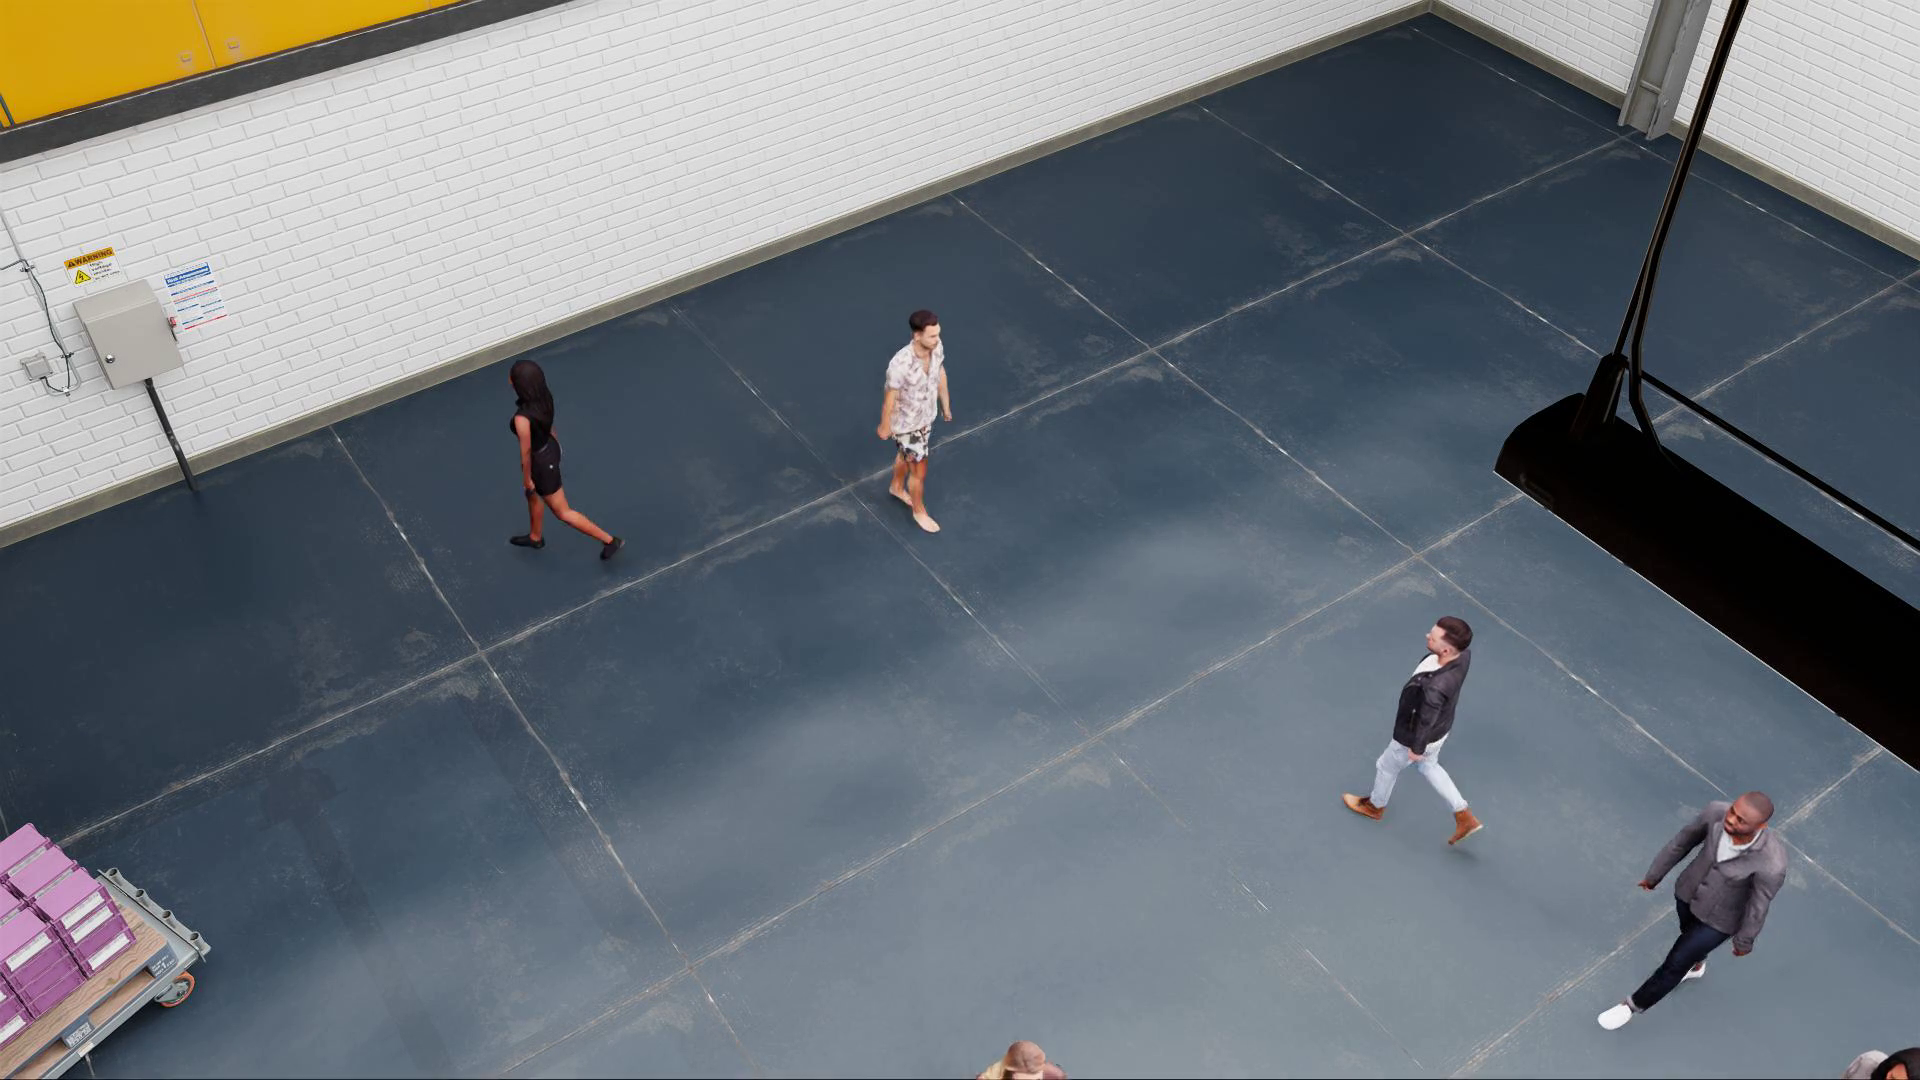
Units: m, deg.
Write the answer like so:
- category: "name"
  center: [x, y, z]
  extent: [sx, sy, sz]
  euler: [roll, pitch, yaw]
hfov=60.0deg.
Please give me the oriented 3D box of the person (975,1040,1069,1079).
- category: "person"
  center: [0.256, 2.798, 8.015]
  extent: [0.698, 1.691, 0.689]
  euler: [-8, 44, -8]

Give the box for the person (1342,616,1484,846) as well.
- category: "person"
  center: [2.771, 1.124, 9.685]
  extent: [1.158, 1.812, 0.881]
  euler: [26, 49, 25]

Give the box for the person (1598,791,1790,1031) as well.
- category: "person"
  center: [4.068, 1.916, 8.878]
  extent: [0.995, 1.778, 1.118]
  euler: [-14, 45, -15]

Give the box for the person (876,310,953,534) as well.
- category: "person"
  center: [-0.426, -0.938, 11.863]
  extent: [0.924, 1.792, 0.824]
  euler: [30, 51, 28]

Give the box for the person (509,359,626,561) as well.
- category: "person"
  center: [-2.792, -0.494, 11.459]
  extent: [1.132, 1.707, 1.112]
  euler: [5, 44, 5]
